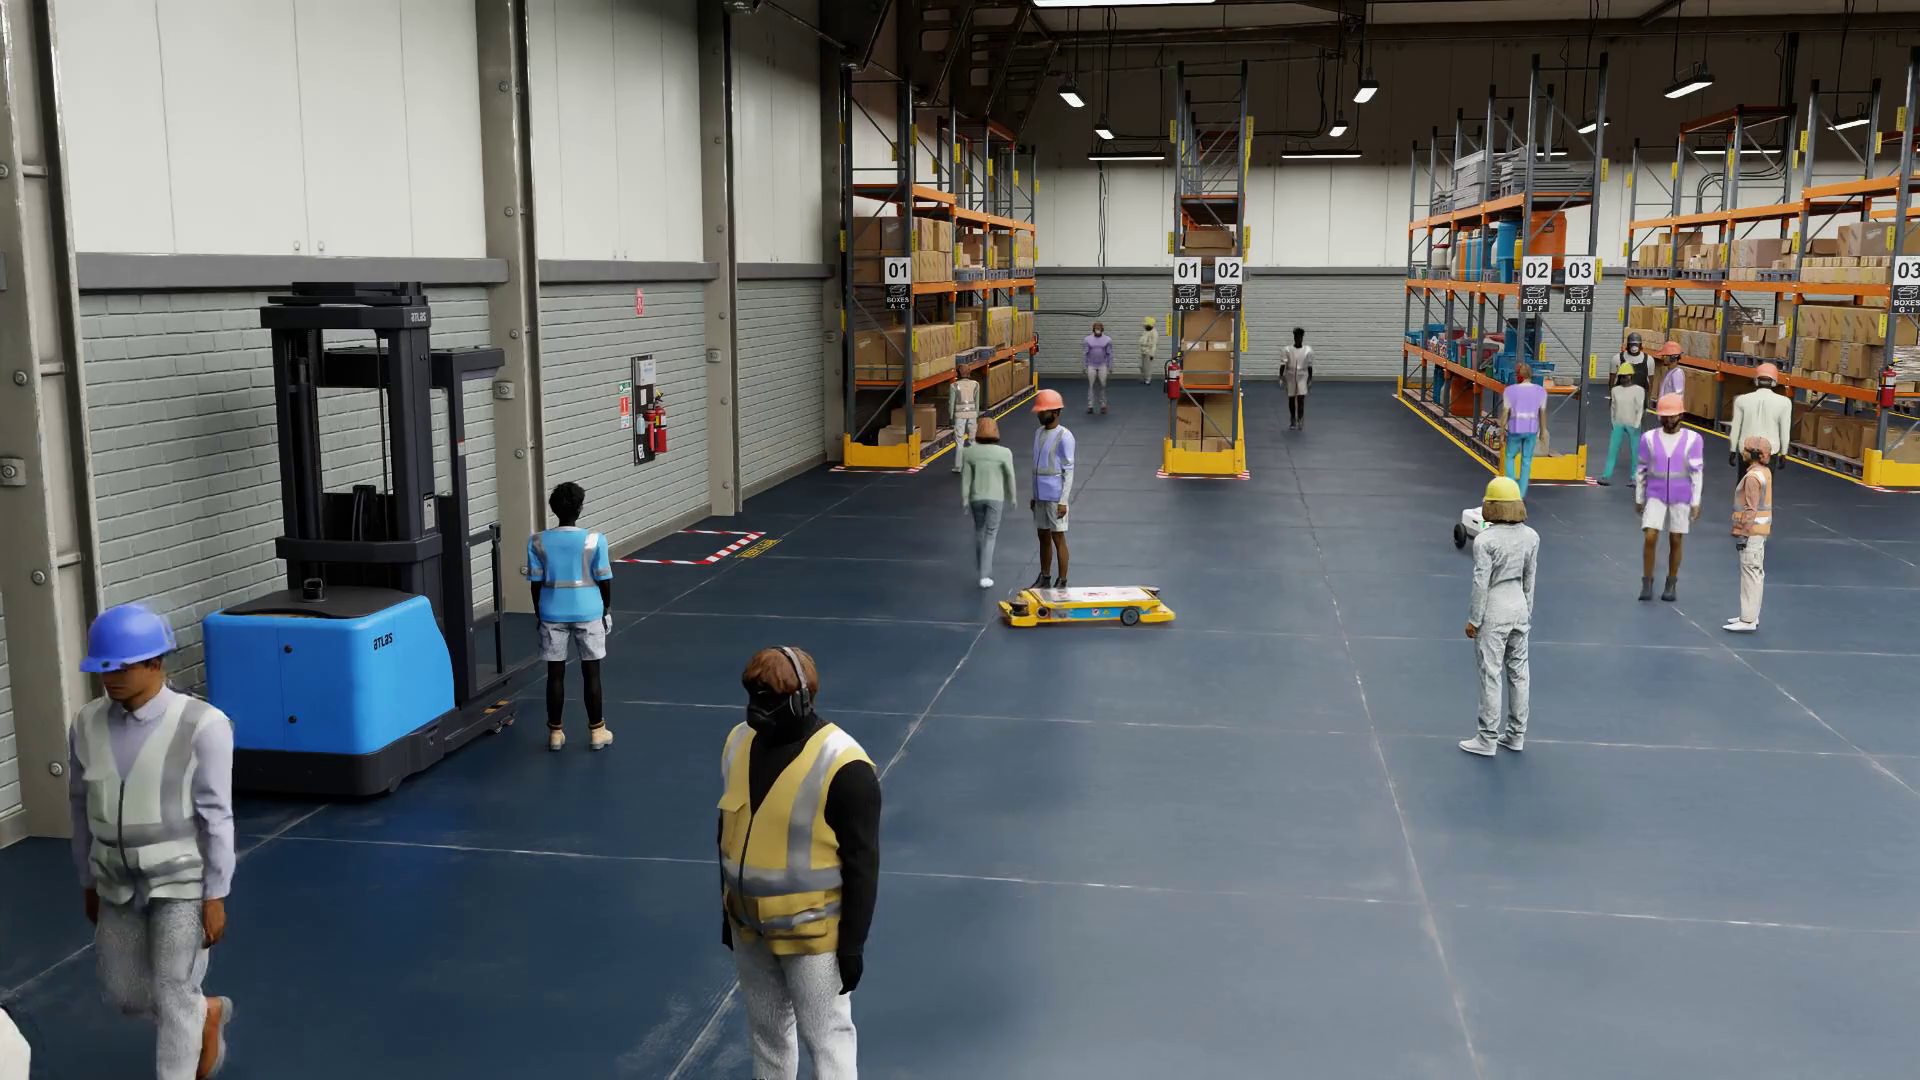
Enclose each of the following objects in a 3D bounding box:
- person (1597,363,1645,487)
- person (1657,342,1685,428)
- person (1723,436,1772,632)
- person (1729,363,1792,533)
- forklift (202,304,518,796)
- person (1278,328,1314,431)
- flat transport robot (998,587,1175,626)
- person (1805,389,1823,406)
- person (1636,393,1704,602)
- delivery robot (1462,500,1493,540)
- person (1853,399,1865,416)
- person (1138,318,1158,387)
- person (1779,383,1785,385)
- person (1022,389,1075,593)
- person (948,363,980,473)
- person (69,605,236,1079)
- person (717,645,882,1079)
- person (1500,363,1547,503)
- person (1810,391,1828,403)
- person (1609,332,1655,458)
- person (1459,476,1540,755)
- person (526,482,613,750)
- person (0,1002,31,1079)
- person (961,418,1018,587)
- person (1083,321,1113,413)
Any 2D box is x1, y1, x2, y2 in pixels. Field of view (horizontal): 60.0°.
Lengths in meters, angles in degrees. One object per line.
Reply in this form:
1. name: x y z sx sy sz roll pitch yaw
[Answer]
1. person: 9.224 -1.573 23.129 0.877 1.700 0.535 -8 12 -42
2. person: 9.694 -1.691 22.786 0.374 2.042 0.615 2 9 13
3. person: 6.623 -0.055 13.926 0.308 1.645 0.514 6 11 32
4. person: 9.079 -1.015 18.896 0.622 1.964 0.532 6 11 31
5. forklift: -3.673 -0.038 10.147 1.129 2.768 1.873 1 9 9
6. person: 6.341 -3.033 31.429 0.633 1.911 0.985 2 9 14
7. flat transport robot: 1.092 0.566 14.450 1.431 0.197 0.652 -1 9 -8
8. person: 18.728 -3.696 36.415 0.502 1.633 0.280 3 10 16
9. person: 6.412 -0.371 15.070 0.569 1.905 0.766 5 10 27
10. delivery robot: 5.673 -0.183 17.907 0.477 0.478 0.707 0 9 -1
11. person: 18.831 -3.521 34.811 0.583 1.800 0.625 1 9 3
12. person: 4.869 -4.858 43.154 0.438 1.775 0.689 -5 10 -27
13. person: 18.193 -3.888 37.015 0.658 1.820 0.670 6 11 32
14. person: 0.813 -0.412 15.224 0.356 1.939 0.542 -6 11 -32
15. person: 0.065 -1.817 24.842 0.507 1.629 0.316 -4 10 -23
16. person: -2.717 1.140 5.709 0.615 1.924 0.672 2 9 9
17. person: -0.549 1.238 5.340 0.629 1.842 0.429 7 12 38
18. person: 7.315 -1.386 21.585 0.610 1.823 0.459 1 9 8
19. person: 19.747 -4.179 38.134 0.607 2.044 0.375 -1 9 -5
20. person: 10.788 -2.307 26.723 0.684 2.000 0.538 2 9 13
21. person: 3.367 0.470 10.387 0.486 1.743 0.299 -4 10 -25
22. person: -2.442 0.479 10.468 0.535 1.697 0.318 0 9 -1
23. person: -2.108 1.548 3.456 0.533 1.830 0.407 5 10 28
24. person: 0.300 -0.377 16.058 0.501 1.602 0.769 4 10 21
25. person: 2.911 -3.662 35.265 0.633 1.938 0.358 1 9 6
